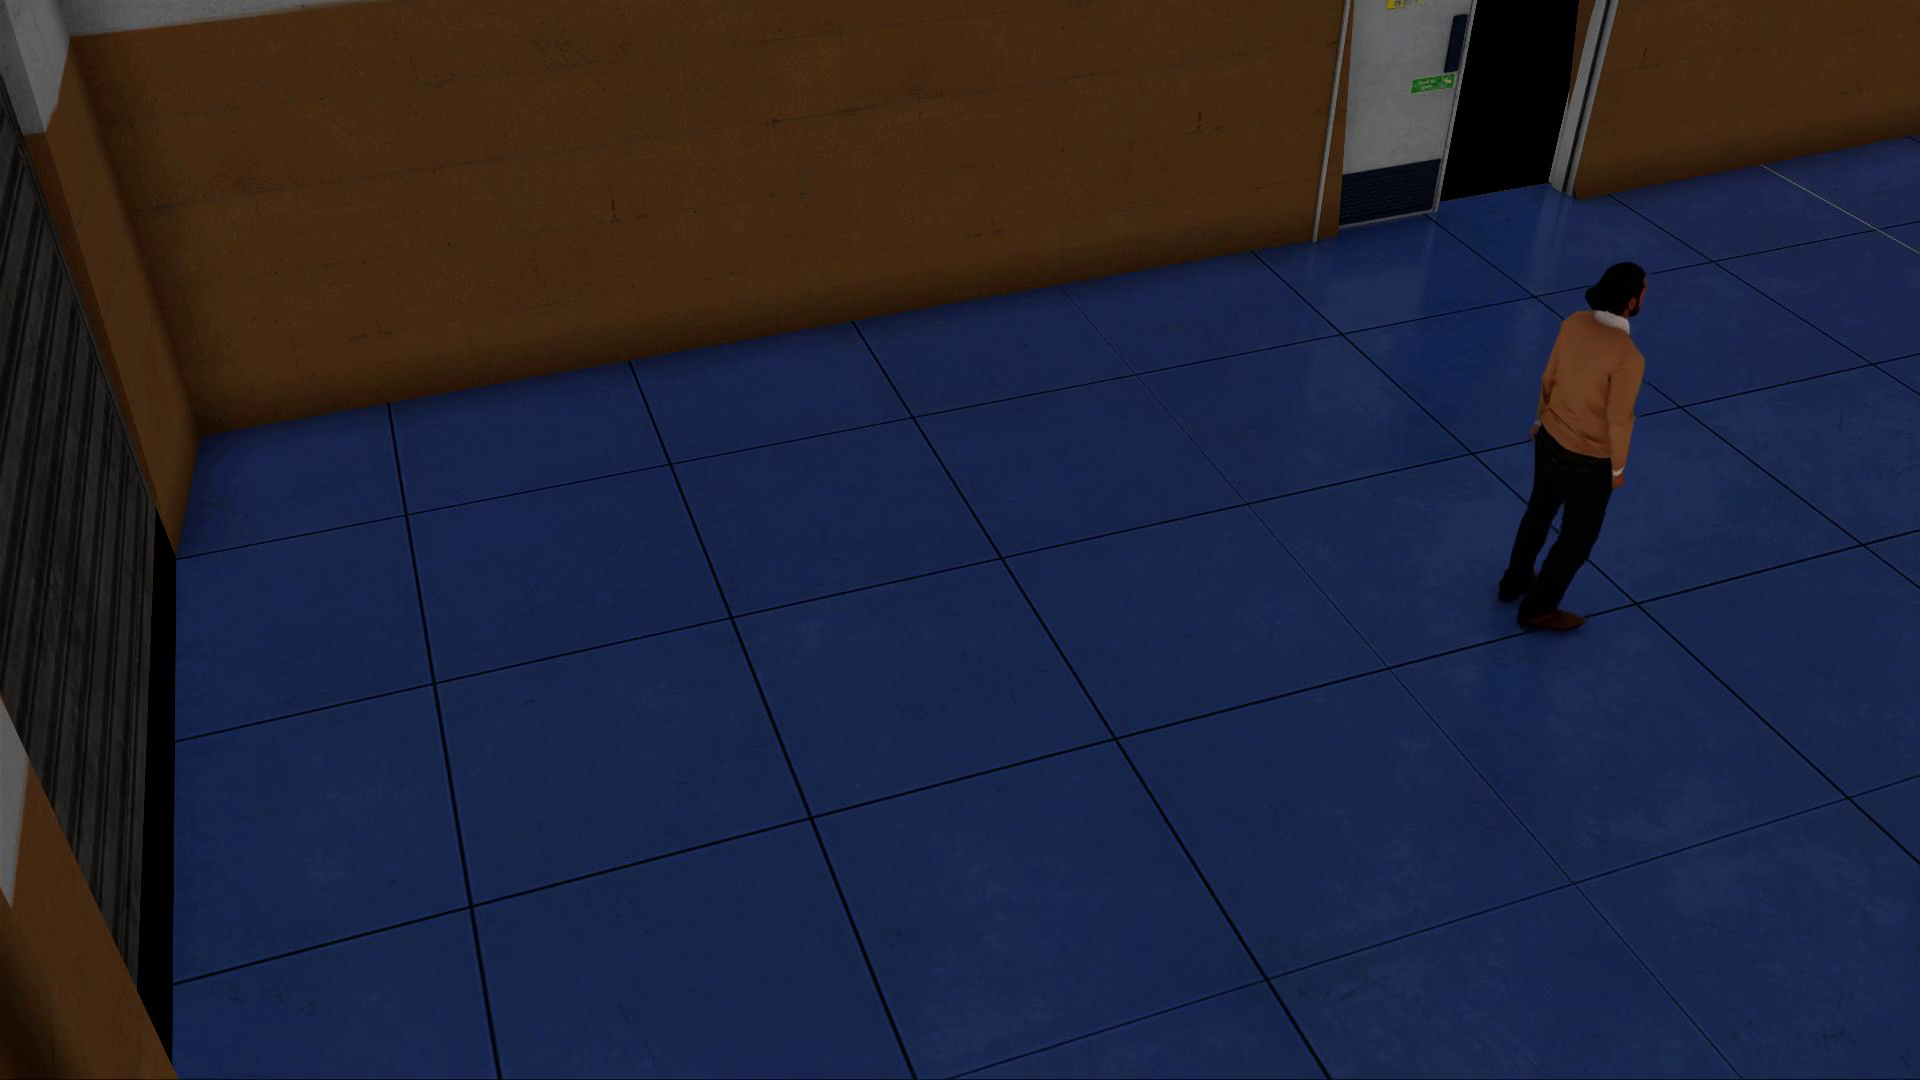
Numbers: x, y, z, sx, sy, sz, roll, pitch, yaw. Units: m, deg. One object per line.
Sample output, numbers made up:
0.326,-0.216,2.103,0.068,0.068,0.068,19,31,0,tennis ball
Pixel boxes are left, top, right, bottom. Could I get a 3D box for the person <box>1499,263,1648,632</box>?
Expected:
2.662,-0.383,7.204,0.726,1.747,0.506,-11,38,-14,person
